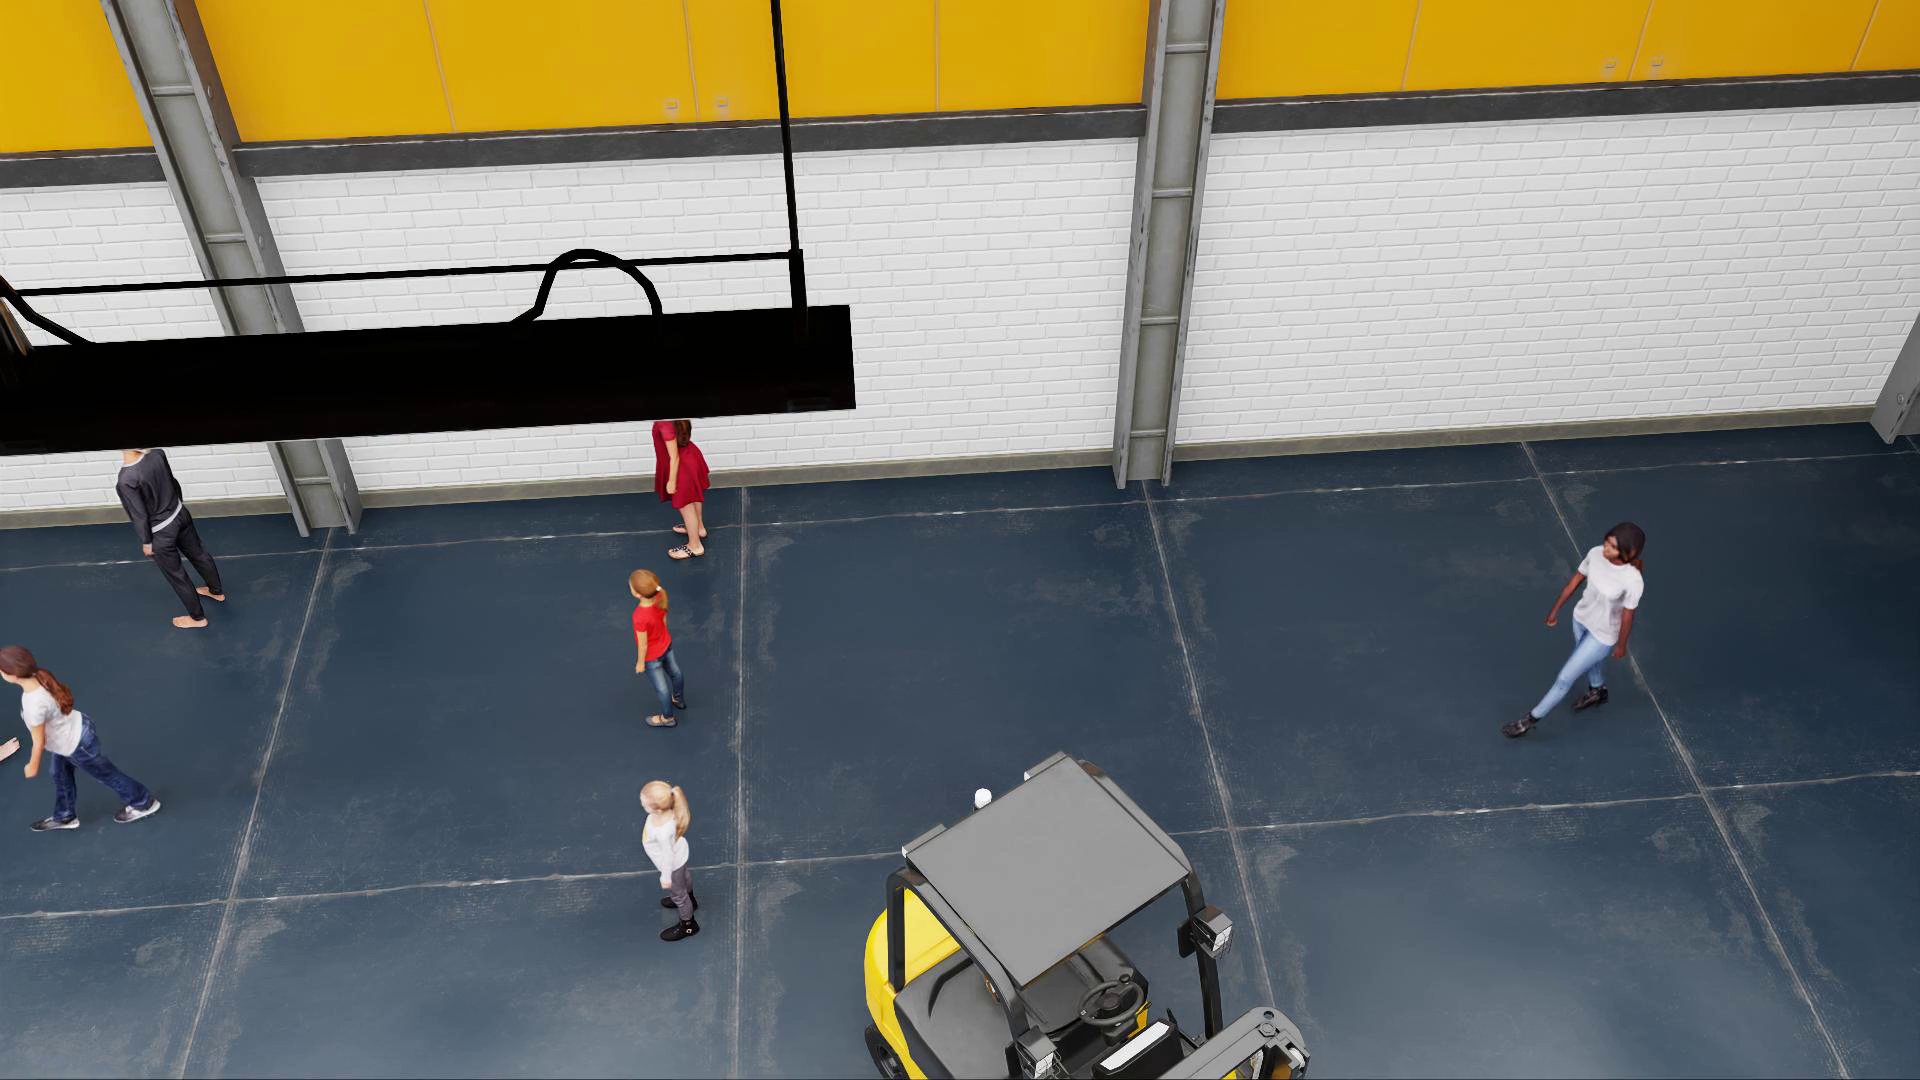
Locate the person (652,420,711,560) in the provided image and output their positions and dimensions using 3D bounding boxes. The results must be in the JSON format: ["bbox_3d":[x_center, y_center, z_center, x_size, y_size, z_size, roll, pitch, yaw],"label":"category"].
[{"bbox_3d":[-1.935,-0.528,11.493,0.631,1.553,0.577,2,44,2],"label":"person"}]

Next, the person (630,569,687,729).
[{"bbox_3d":[-1.896,0.669,10.412,0.602,1.311,0.564,15,46,15],"label":"person"}]

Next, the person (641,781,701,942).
[{"bbox_3d":[-1.607,1.762,9.287,0.487,1.280,0.478,-4,44,-4],"label":"person"}]

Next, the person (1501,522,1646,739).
[{"bbox_3d":[3.984,0.537,10.287,1.178,1.675,0.820,-15,46,-15],"label":"person"}]

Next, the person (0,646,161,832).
[{"bbox_3d":[-5.123,1.165,9.734,0.998,1.528,0.701,-15,46,-15],"label":"person"}]

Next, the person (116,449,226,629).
[{"bbox_3d":[-5.249,-0.135,10.954,0.622,1.727,0.660,9,44,9],"label":"person"}]
